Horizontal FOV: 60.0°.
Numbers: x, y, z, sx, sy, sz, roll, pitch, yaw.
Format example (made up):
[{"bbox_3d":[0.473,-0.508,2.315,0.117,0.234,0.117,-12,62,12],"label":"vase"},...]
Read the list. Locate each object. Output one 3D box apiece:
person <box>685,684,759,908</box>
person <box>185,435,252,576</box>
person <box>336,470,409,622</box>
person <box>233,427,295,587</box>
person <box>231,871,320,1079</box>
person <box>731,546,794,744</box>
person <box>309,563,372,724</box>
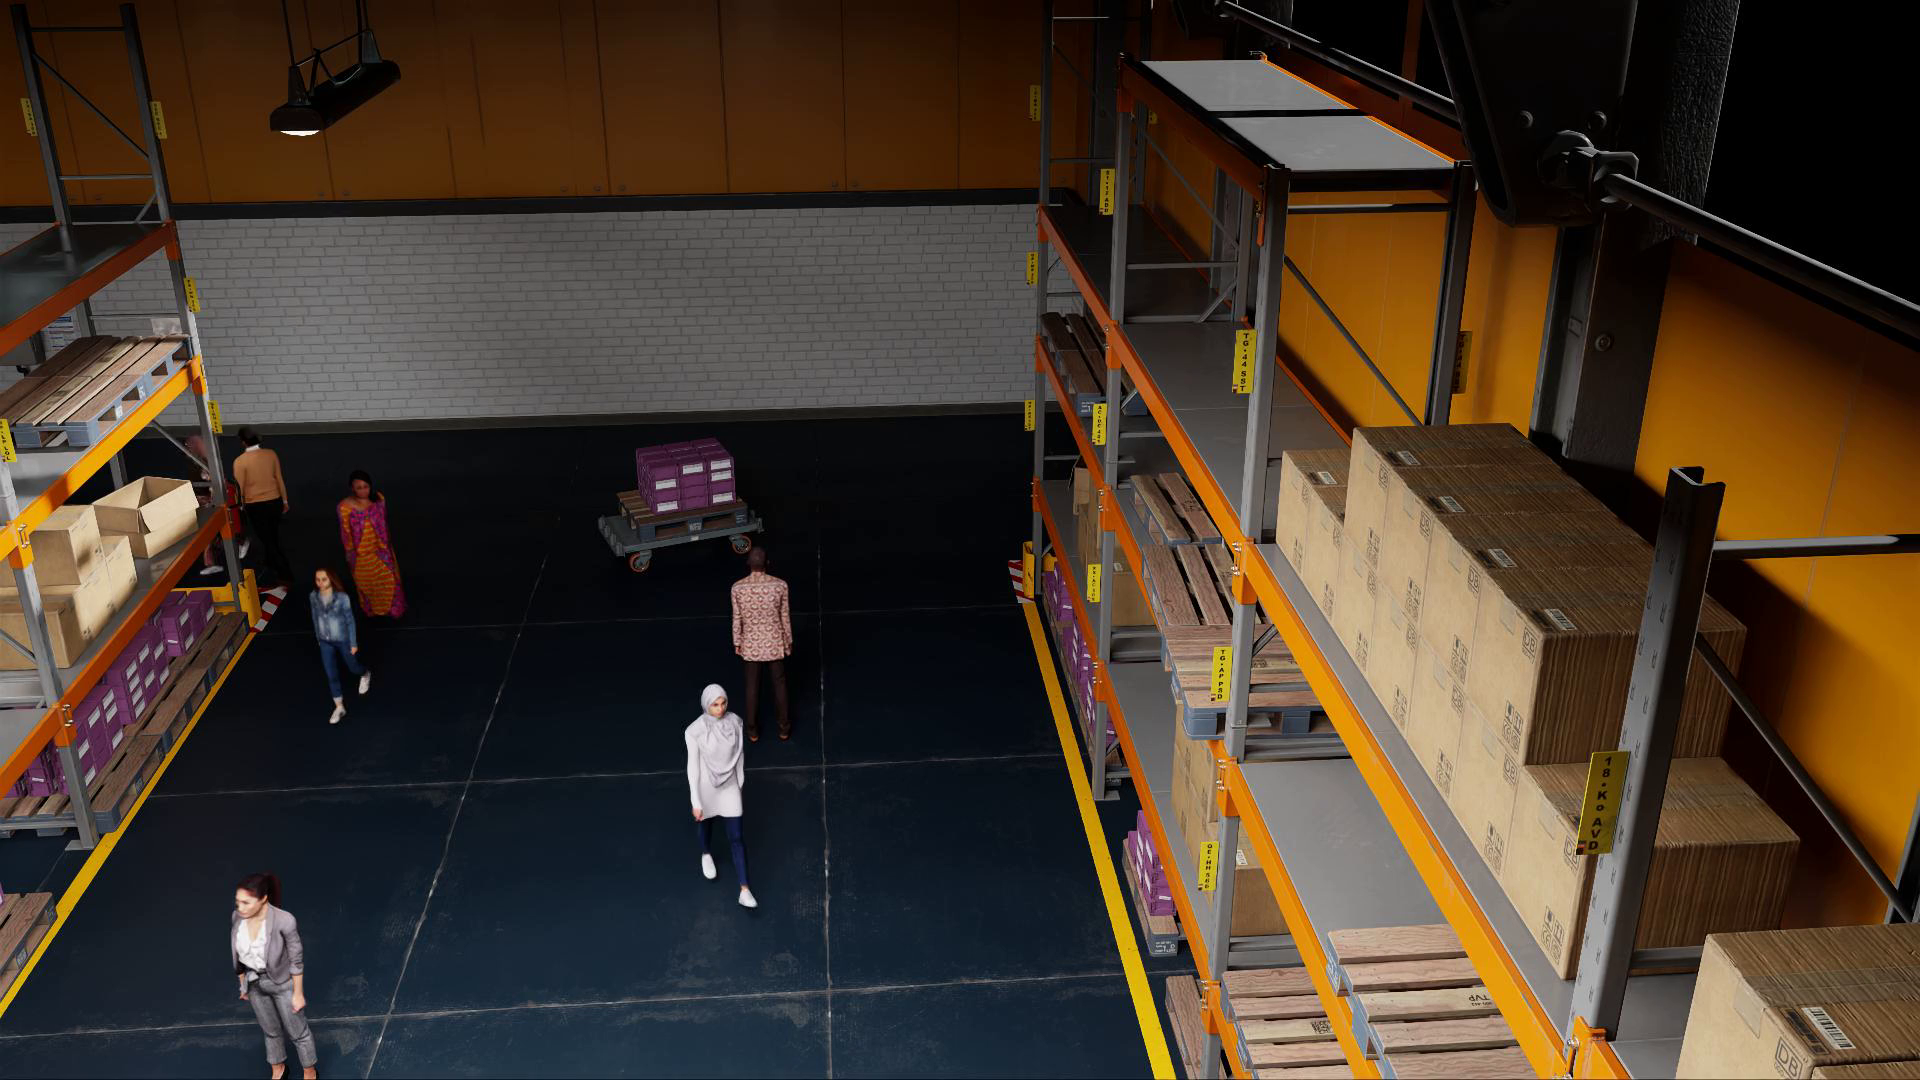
[{"bbox_3d":[-1.855,1.840,12.394,0.885,1.729,1.203,-10,26,-22],"label":"person"},{"bbox_3d":[-7.949,-0.400,17.738,0.834,1.552,0.913,17,29,33],"label":"person"},{"bbox_3d":[-5.907,0.036,16.628,0.886,1.642,0.992,-16,28,-31],"label":"person"},{"bbox_3d":[-7.232,-0.314,17.343,1.208,1.710,1.157,20,30,38],"label":"person"},{"bbox_3d":[-4.256,2.768,10.332,0.694,1.679,0.693,6,24,13],"label":"person"},{"bbox_3d":[-1.698,0.908,14.432,0.671,1.803,0.583,-1,24,-2],"label":"person"},{"bbox_3d":[-5.569,0.863,14.968,0.682,1.457,0.965,2,24,5],"label":"person"}]
